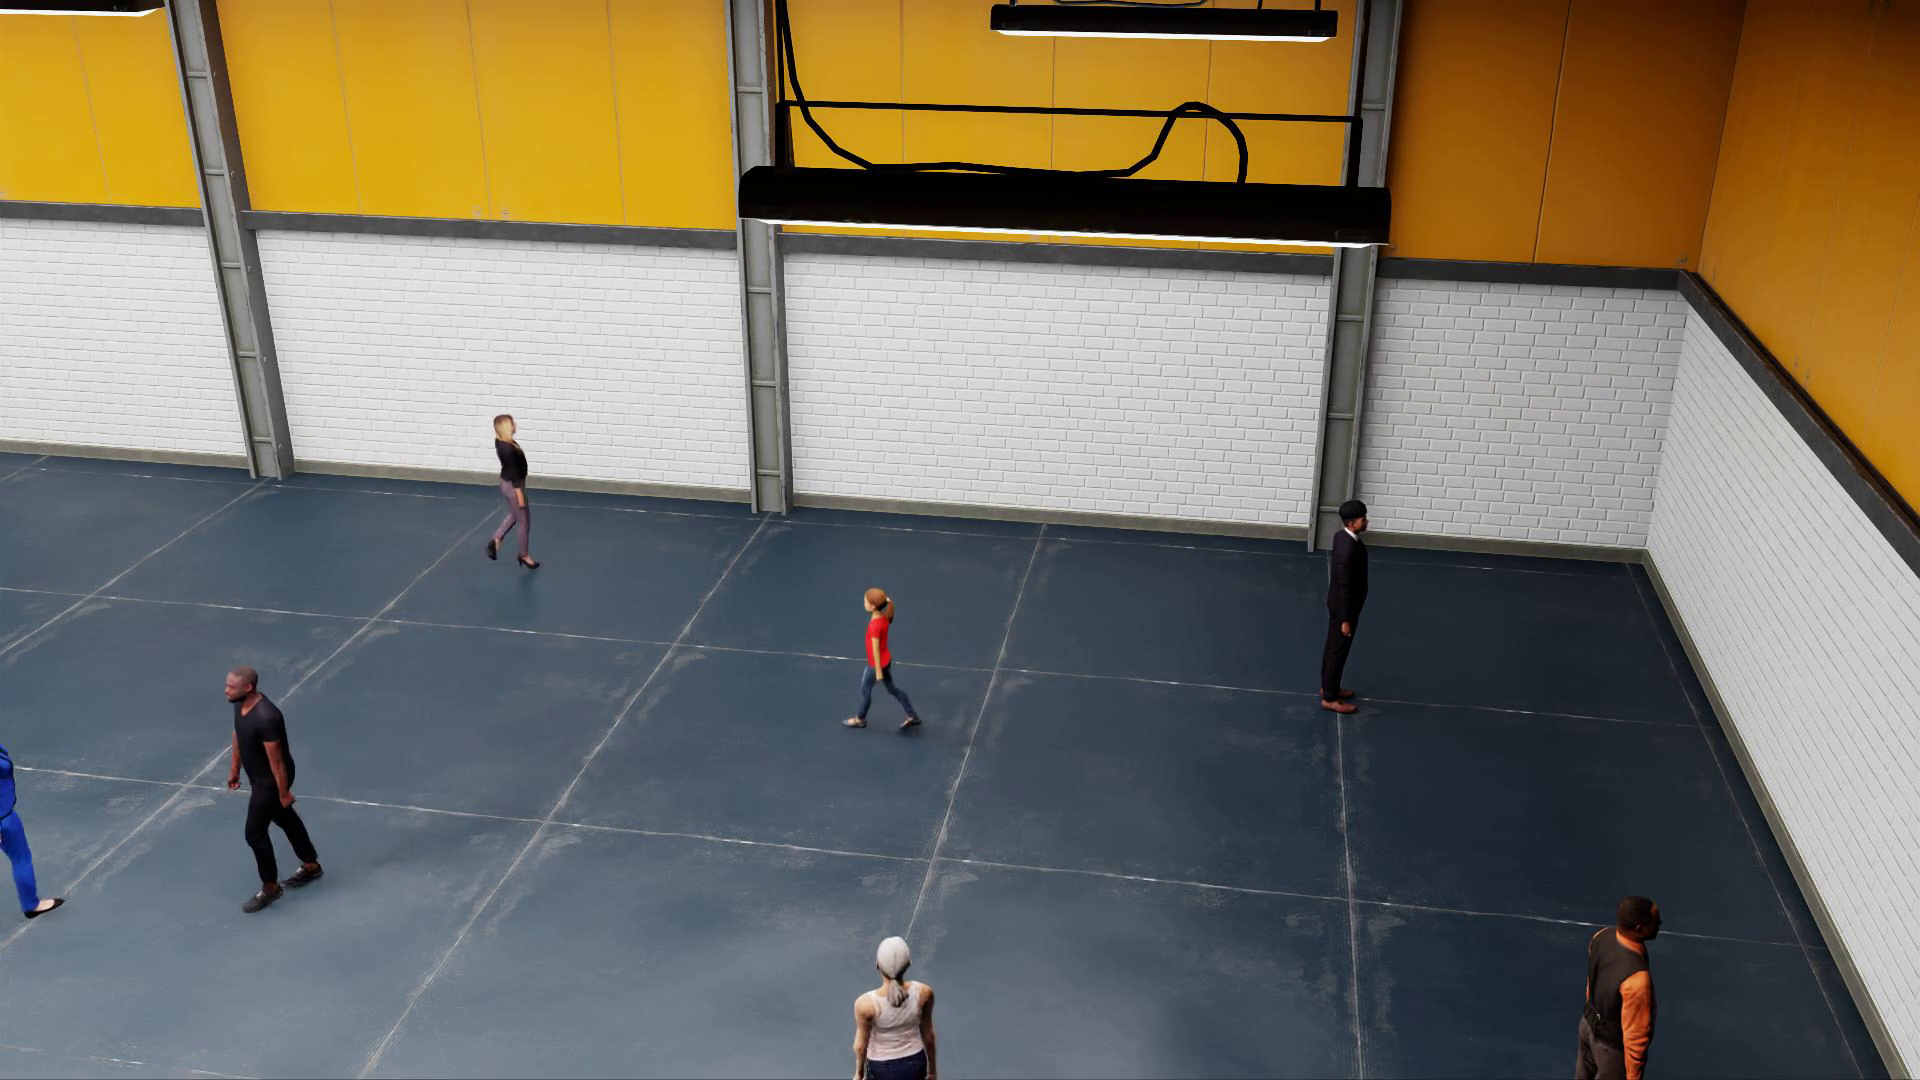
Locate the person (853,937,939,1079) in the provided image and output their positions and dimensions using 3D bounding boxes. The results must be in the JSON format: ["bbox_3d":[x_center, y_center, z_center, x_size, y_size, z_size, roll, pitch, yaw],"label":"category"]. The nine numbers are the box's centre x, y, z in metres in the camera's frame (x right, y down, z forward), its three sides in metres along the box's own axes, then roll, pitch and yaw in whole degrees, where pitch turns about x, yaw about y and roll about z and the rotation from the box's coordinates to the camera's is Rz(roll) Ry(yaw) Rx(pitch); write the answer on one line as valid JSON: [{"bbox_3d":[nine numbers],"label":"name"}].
[{"bbox_3d":[-0.309,2.901,8.820,0.823,1.691,0.853,-8,25,-18],"label":"person"}]

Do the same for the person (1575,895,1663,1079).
[{"bbox_3d":[3.498,2.724,8.952,0.698,1.908,0.749,-2,24,-4],"label":"person"}]

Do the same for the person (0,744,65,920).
[{"bbox_3d":[-6.592,1.888,11.158,1.051,1.674,1.039,-16,28,-33],"label":"person"}]

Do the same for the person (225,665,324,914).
[{"bbox_3d":[-4.715,1.641,11.567,0.999,1.798,0.945,-17,29,-33],"label":"person"}]

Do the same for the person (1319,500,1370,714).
[{"bbox_3d":[3.218,0.535,13.990,0.544,1.884,0.697,3,24,7],"label":"person"}]

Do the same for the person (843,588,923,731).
[{"bbox_3d":[-0.590,1.010,13.644,0.899,1.291,0.521,6,24,14],"label":"person"}]

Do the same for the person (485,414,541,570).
[{"bbox_3d":[-4.520,-0.453,16.532,0.893,1.659,0.828,-14,27,-29],"label":"person"}]
